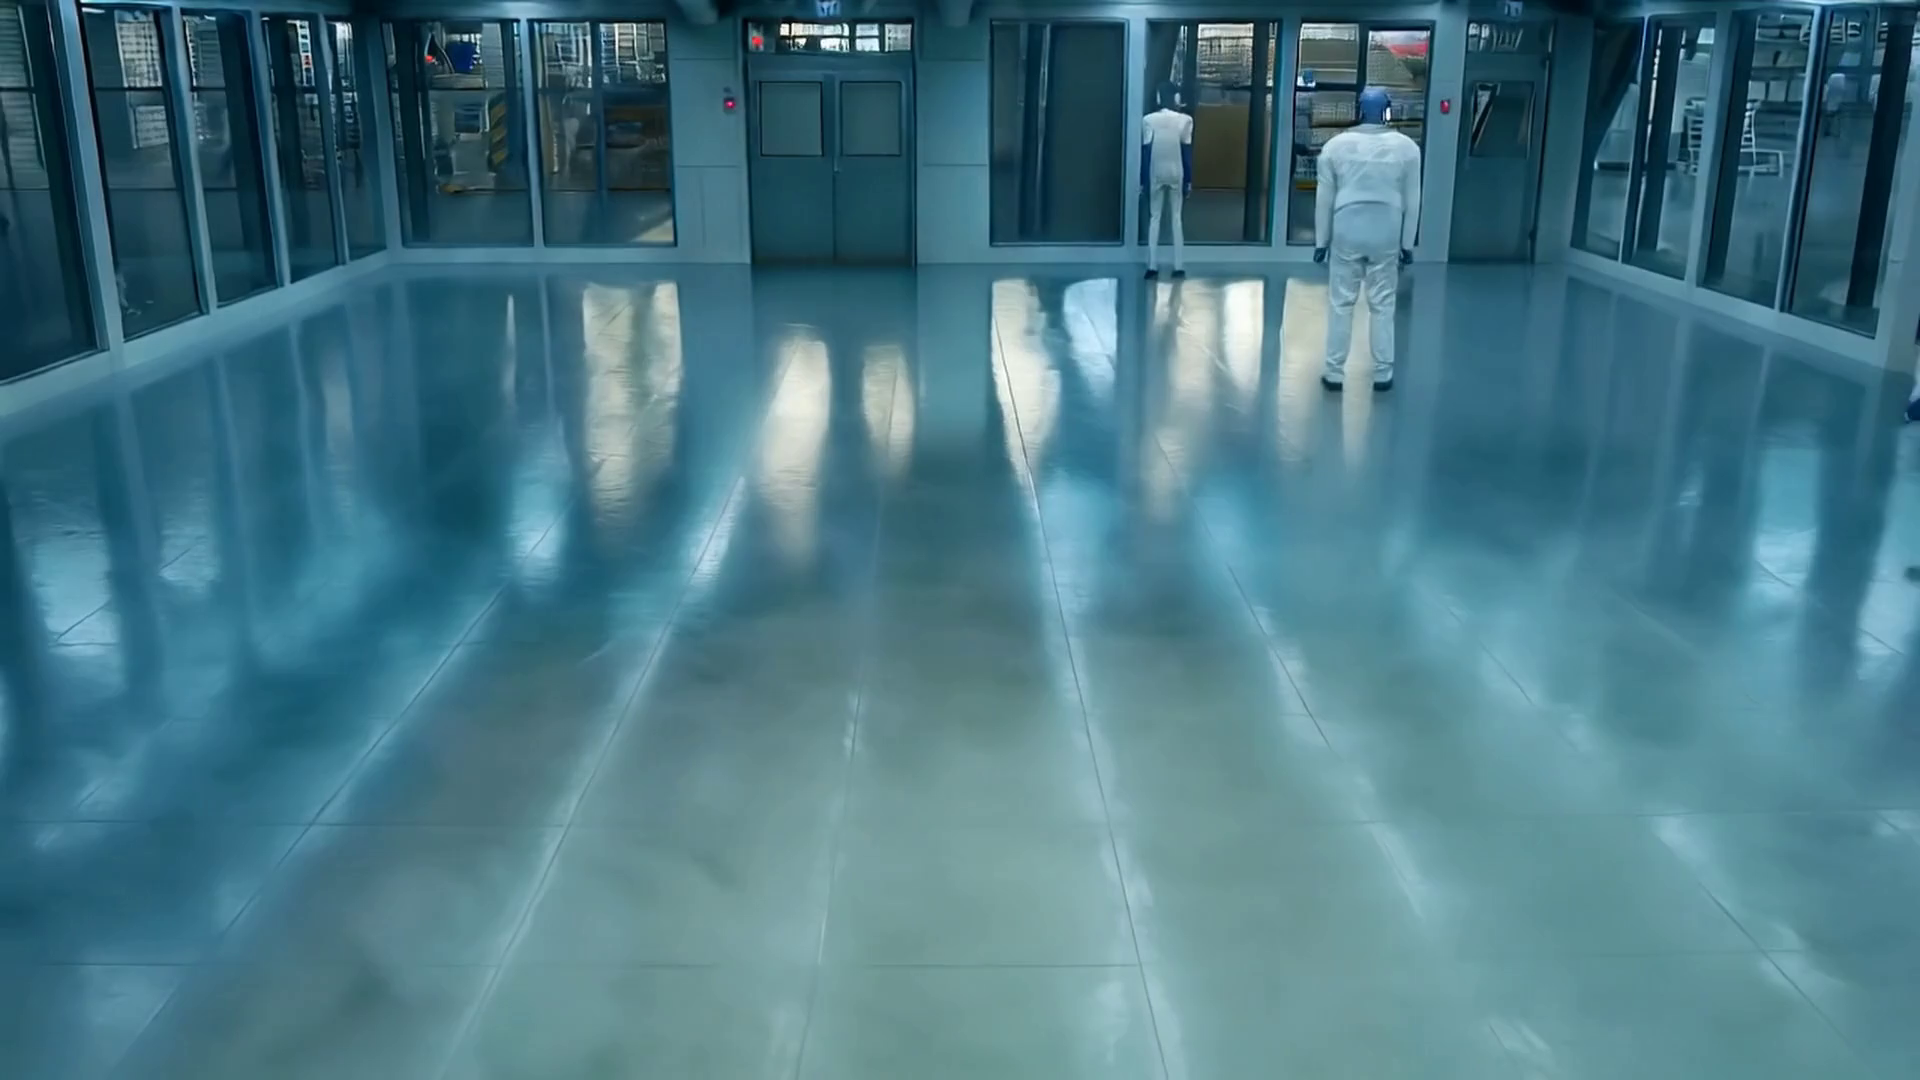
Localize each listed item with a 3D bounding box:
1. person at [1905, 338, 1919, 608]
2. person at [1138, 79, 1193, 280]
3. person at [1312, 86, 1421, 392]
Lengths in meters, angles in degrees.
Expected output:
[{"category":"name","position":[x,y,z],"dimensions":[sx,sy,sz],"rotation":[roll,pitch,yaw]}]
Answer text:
[{"category":"person","position":[3.946,-0.539,6.476],"dimensions":[0.571,1.601,0.510],"rotation":[-3,17,-10]},{"category":"person","position":[1.952,-3.402,15.760],"dimensions":[0.521,1.865,0.327],"rotation":[3,17,11]},{"category":"person","position":[2.568,-1.897,10.564],"dimensions":[0.652,1.904,0.402],"rotation":[3,17,10]}]
